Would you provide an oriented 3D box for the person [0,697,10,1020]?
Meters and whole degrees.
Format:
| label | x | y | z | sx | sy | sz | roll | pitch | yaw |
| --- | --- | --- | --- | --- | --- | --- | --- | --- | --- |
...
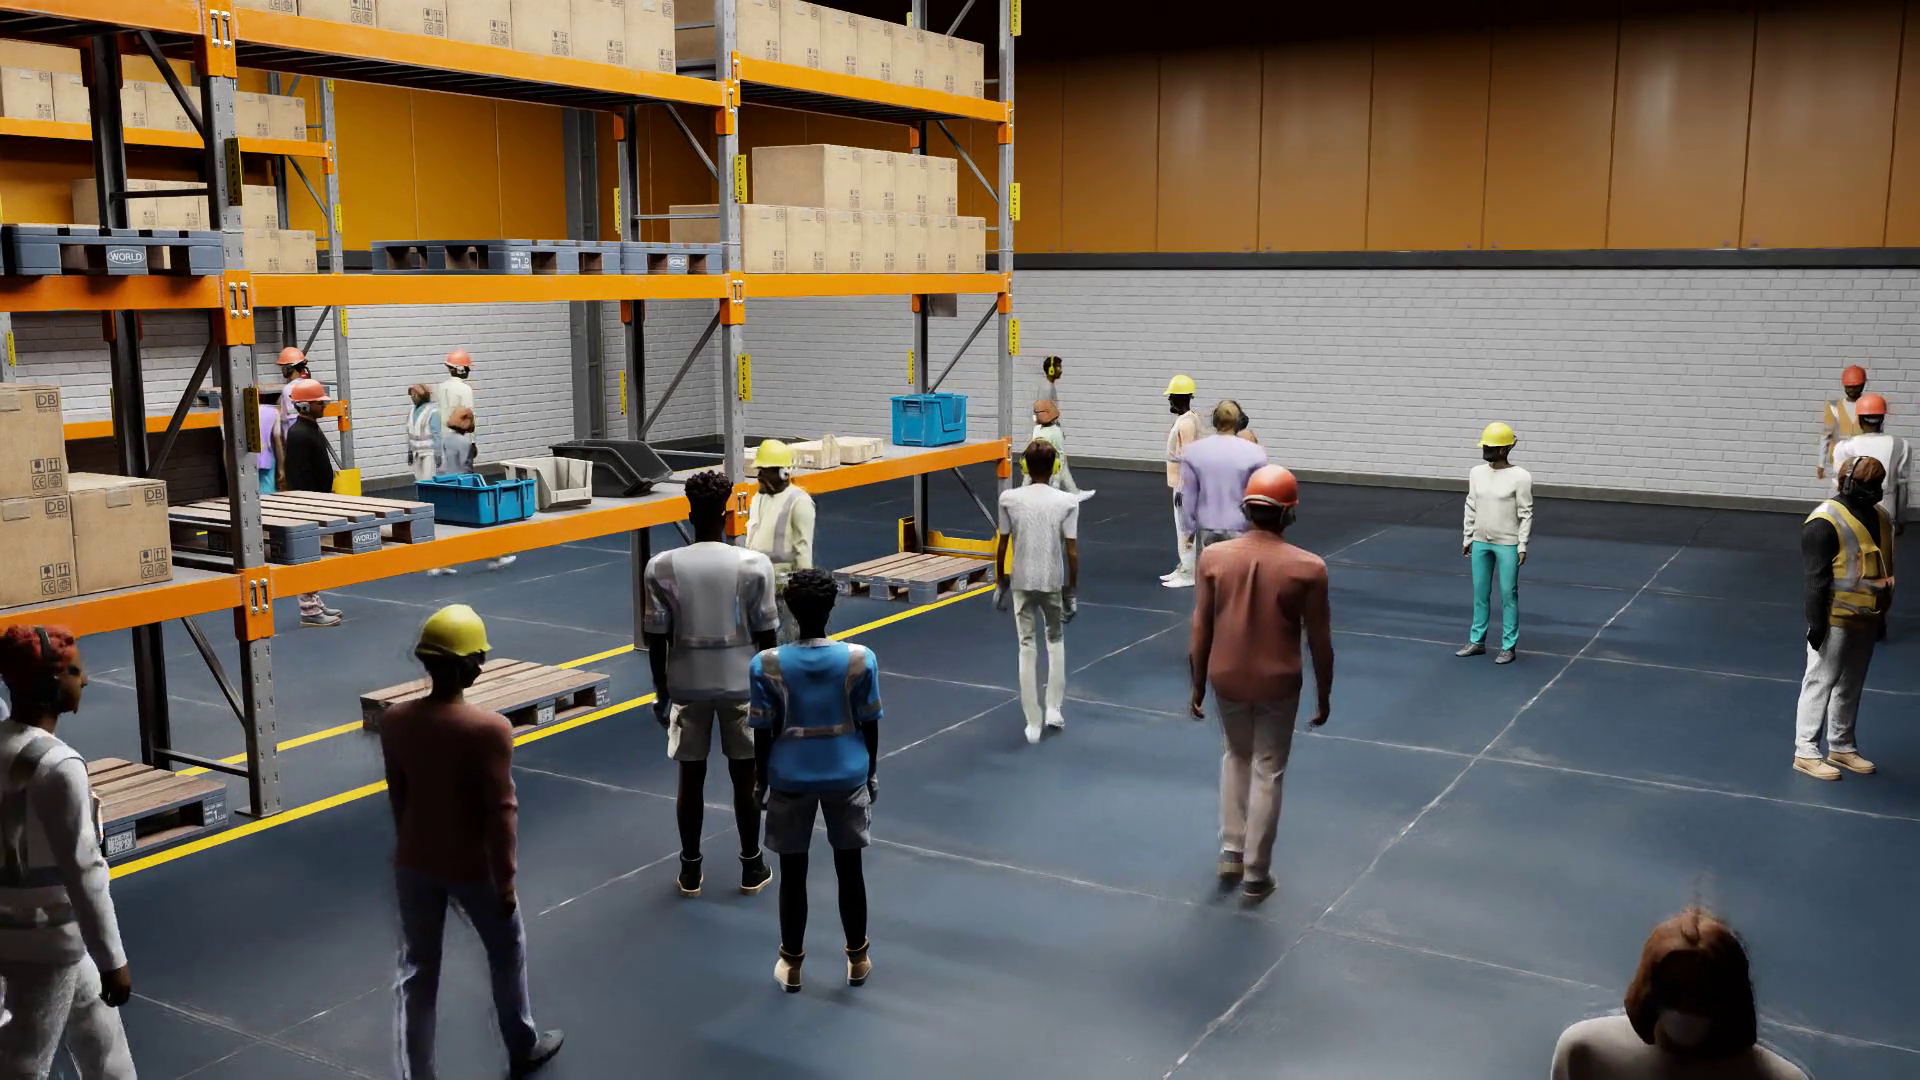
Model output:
| label | x | y | z | sx | sy | sz | roll | pitch | yaw |
| --- | --- | --- | --- | --- | --- | --- | --- | --- | --- |
| person | -3.295 | 1.026 | 5.492 | 0.664 | 1.885 | 0.462 | 6 | 11 | 31 |

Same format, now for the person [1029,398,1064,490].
| label | x | y | z | sx | sy | sz | roll | pitch | yaw |
| --- | --- | --- | --- | --- | --- | --- | --- | --- | --- |
| person | 0.834 | -0.578 | 16.296 | 0.281 | 1.633 | 0.498 | -5 | 10 | -28 |

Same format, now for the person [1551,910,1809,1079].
| label | x | y | z | sx | sy | sz | roll | pitch | yaw |
| --- | --- | --- | --- | --- | --- | --- | --- | --- | --- |
| person | 1.413 | 1.516 | 3.352 | 0.499 | 1.586 | 0.867 | 5 | 11 | 31 |

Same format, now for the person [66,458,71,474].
| label | x | y | z | sx | sy | sz | roll | pitch | yaw |
| --- | --- | --- | --- | --- | --- | --- | --- | --- | --- |
| person | -7.129 | -0.145 | 12.958 | 0.634 | 1.838 | 0.429 | 5 | 10 | 27 |

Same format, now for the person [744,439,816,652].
| label | x | y | z | sx | sy | sz | roll | pitch | yaw |
| --- | --- | --- | --- | --- | --- | --- | --- | --- | --- |
| person | -1.104 | 0.243 | 10.646 | 0.844 | 1.804 | 0.593 | -9 | 13 | -44 |

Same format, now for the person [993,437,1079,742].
| label | x | y | z | sx | sy | sz | roll | pitch | yaw |
| --- | --- | --- | --- | --- | --- | --- | --- | --- | --- |
| person | 0.463 | 0.294 | 10.206 | 0.517 | 1.849 | 0.580 | 0 | 9 | 2 |

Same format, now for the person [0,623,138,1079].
| label | x | y | z | sx | sy | sz | roll | pitch | yaw |
| --- | --- | --- | --- | --- | --- | --- | --- | --- | --- |
| person | -2.719 | 1.158 | 4.833 | 0.602 | 1.846 | 0.964 | 7 | 12 | 39 |

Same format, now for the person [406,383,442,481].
| label | x | y | z | sx | sy | sz | roll | pitch | yaw |
| --- | --- | --- | --- | --- | --- | --- | --- | --- | --- |
| person | -5.969 | -0.945 | 18.623 | 0.530 | 1.629 | 0.399 | 7 | 11 | 36 |

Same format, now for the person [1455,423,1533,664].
| label | x | y | z | sx | sy | sz | roll | pitch | yaw |
| --- | --- | --- | --- | --- | --- | --- | --- | --- | --- |
| person | 3.901 | 0.023 | 12.139 | 0.321 | 1.765 | 0.533 | -8 | 12 | -39 |

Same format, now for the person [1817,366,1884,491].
| label | x | y | z | sx | sy | sz | roll | pitch | yaw |
| --- | --- | --- | --- | --- | --- | --- | --- | --- | --- |
| person | 8.977 | -0.799 | 16.790 | 0.575 | 1.911 | 0.642 | 5 | 11 | 30 |

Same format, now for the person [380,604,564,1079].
| label | x | y | z | sx | sy | sz | roll | pitch | yaw |
| --- | --- | --- | --- | --- | --- | --- | --- | --- | --- |
| person | -1.669 | 1.070 | 5.673 | 0.546 | 1.732 | 0.800 | 3 | 10 | 17 |

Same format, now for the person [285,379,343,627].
| label | x | y | z | sx | sy | sz | roll | pitch | yaw |
| --- | --- | --- | --- | --- | --- | --- | --- | --- | --- |
| person | -5.236 | -0.302 | 13.448 | 0.379 | 1.996 | 0.608 | -2 | 9 | -14 |

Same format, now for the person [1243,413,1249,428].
| label | x | y | z | sx | sy | sz | roll | pitch | yaw |
| --- | --- | --- | --- | --- | --- | --- | --- | --- | --- |
| person | 2.283 | -0.228 | 13.912 | 0.540 | 1.695 | 0.317 | 2 | 9 | 15 |

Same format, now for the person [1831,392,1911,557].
| label | x | y | z | sx | sy | sz | roll | pitch | yaw |
| --- | --- | --- | --- | --- | --- | --- | --- | --- | --- |
| person | 7.169 | -0.205 | 13.128 | 0.555 | 1.912 | 0.823 | 4 | 10 | 24 |

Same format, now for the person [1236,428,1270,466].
| label | x | y | z | sx | sy | sz | roll | pitch | yaw |
| --- | --- | --- | --- | --- | --- | --- | --- | --- | --- |
| person | 2.225 | -0.067 | 13.147 | 0.519 | 1.627 | 0.459 | 1 | 9 | 9 |

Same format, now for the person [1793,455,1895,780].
| label | x | y | z | sx | sy | sz | roll | pitch | yaw |
| --- | --- | --- | --- | --- | --- | --- | --- | --- | --- |
| person | 4.998 | 0.435 | 9.374 | 0.619 | 1.836 | 0.431 | -5 | 10 | -28 |

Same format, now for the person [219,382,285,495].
| label | x | y | z | sx | sy | sz | roll | pitch | yaw |
| --- | --- | --- | --- | --- | --- | --- | --- | --- | --- |
| person | -7.012 | -0.705 | 16.512 | 0.570 | 1.818 | 0.748 | -4 | 10 | -22 |

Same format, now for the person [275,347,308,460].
| label | x | y | z | sx | sy | sz | roll | pitch | yaw |
| --- | --- | --- | --- | --- | --- | --- | --- | --- | --- |
| person | -7.217 | -1.072 | 18.103 | 0.373 | 2.042 | 0.614 | 0 | 9 | 0 |

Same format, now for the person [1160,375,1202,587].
| label | x | y | z | sx | sy | sz | roll | pitch | yaw |
| --- | --- | --- | --- | --- | --- | --- | --- | --- | --- |
| person | 2.007 | -0.531 | 15.089 | 0.367 | 1.927 | 0.587 | 1 | 9 | 5 |

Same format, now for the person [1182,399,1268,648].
| label | x | y | z | sx | sy | sz | roll | pitch | yaw |
| --- | --- | --- | --- | --- | --- | --- | --- | --- | --- |
| person | 1.982 | -0.086 | 12.346 | 0.629 | 1.924 | 0.445 | 6 | 11 | 32 |

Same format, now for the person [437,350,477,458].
| label | x | y | z | sx | sy | sz | roll | pitch | yaw |
| --- | --- | --- | --- | --- | --- | --- | --- | --- | --- |
| person | -5.564 | -1.114 | 18.520 | 0.612 | 1.994 | 0.395 | 8 | 12 | 41 |

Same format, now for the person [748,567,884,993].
| label | x | y | z | sx | sy | sz | roll | pitch | yaw |
| --- | --- | --- | --- | --- | --- | --- | --- | --- | --- |
| person | -0.567 | 0.950 | 6.579 | 0.532 | 1.692 | 0.320 | -2 | 9 | -10 |

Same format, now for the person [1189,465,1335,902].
| label | x | y | z | sx | sy | sz | roll | pitch | yaw |
| --- | --- | --- | --- | --- | --- | --- | --- | --- | --- |
| person | 1.393 | 0.643 | 7.609 | 0.649 | 1.971 | 0.586 | 5 | 10 | 27 |

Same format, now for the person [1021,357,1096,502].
| label | x | y | z | sx | sy | sz | roll | pitch | yaw |
| --- | --- | --- | --- | --- | --- | --- | --- | --- | --- |
| person | 1.168 | -1.347 | 20.527 | 0.969 | 1.822 | 0.515 | -1 | 9 | -7 |

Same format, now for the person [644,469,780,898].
| label | x | y | z | sx | sy | sz | roll | pitch | yaw |
| --- | --- | --- | --- | --- | --- | --- | --- | --- | --- |
| person | -1.116 | 0.657 | 7.564 | 0.603 | 1.962 | 0.368 | -1 | 9 | -3 |

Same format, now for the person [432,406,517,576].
| label | x | y | z | sx | sy | sz | roll | pitch | yaw |
| --- | --- | --- | --- | --- | --- | --- | --- | --- | --- |
| person | -4.653 | -0.468 | 15.714 | 0.830 | 1.589 | 0.519 | -8 | 12 | -43 |
